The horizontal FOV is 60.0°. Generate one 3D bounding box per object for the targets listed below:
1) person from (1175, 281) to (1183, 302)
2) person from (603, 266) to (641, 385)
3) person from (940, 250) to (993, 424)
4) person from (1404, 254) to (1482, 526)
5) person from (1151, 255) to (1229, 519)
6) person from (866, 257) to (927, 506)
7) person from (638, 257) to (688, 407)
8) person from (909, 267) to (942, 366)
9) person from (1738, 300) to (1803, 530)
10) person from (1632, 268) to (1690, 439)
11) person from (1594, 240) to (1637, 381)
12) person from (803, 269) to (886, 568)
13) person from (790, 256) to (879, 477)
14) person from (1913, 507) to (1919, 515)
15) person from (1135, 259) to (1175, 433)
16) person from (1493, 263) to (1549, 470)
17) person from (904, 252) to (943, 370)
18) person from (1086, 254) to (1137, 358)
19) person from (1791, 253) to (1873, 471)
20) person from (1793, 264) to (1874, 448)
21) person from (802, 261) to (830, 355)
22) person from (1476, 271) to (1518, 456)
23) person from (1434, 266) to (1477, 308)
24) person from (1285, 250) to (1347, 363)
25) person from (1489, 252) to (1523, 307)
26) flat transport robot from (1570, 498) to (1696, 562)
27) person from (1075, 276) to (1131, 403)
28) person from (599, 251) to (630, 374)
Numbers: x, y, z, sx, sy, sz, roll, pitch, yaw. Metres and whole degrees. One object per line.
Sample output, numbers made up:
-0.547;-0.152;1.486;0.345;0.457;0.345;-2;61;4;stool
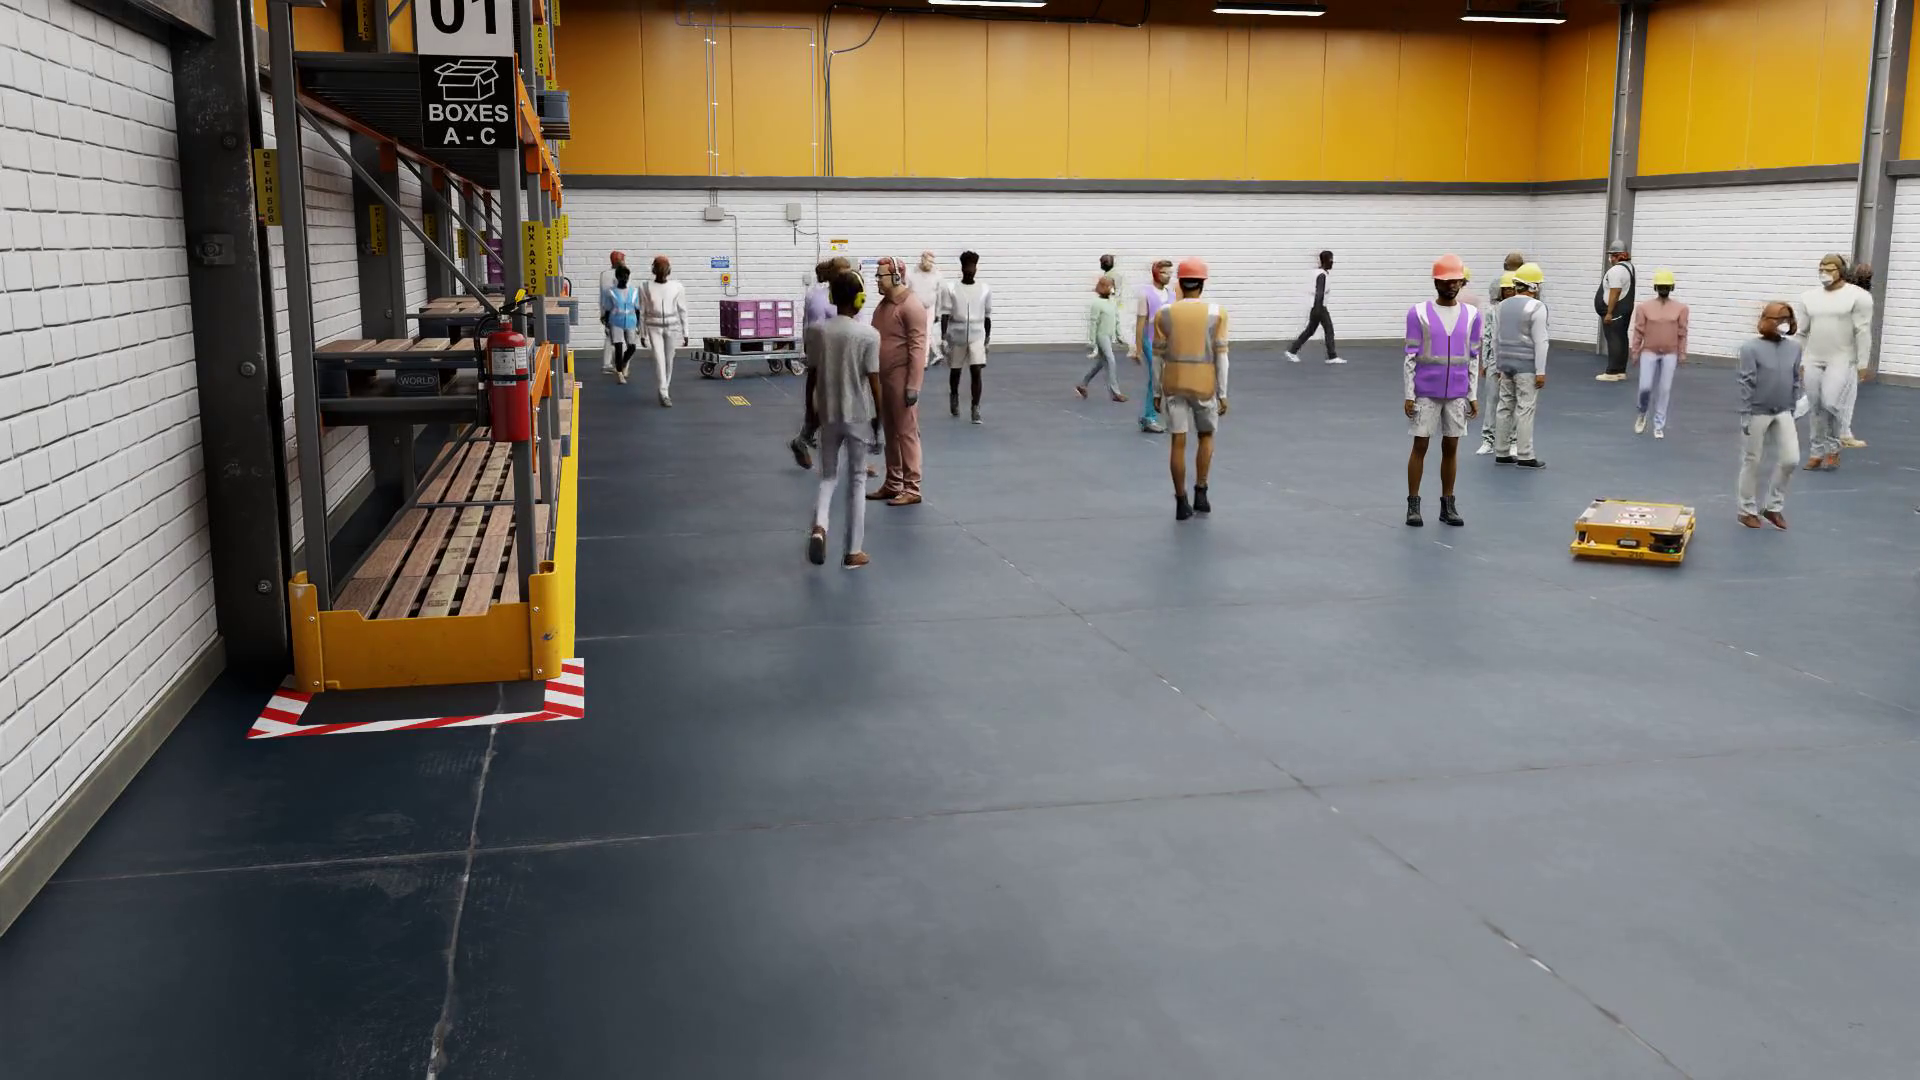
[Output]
3.559;-3.517;26.166;0.375;1.680;0.564;-3;11;-18;person
-4.816;-3.061;23.653;0.544;1.675;0.550;-5;11;-27;person
0.062;-2.299;18.756;0.607;1.935;0.910;-1;10;-5;person
3.437;-1.060;11.862;0.542;1.938;0.358;0;10;-1;person
1.701;-1.127;12.275;0.570;1.919;0.649;2;10;12;person
-0.516;-1.221;12.843;0.402;1.906;0.651;-6;12;-29;person
-3.685;-2.592;20.651;0.585;1.843;0.994;-3;11;-17;person
-0.661;-3.615;26.966;0.804;1.617;0.517;7;12;35;person
5.671;-0.858;11.628;0.514;1.613;0.499;-1;10;-8;person
7.204;-1.912;17.117;0.524;1.755;0.359;3;11;17;person
9.515;-3.341;24.219;0.535;2.000;0.684;9;14;42;person
-0.723;-0.721;10.212;0.552;1.851;0.537;3;11;17;person
-1.108;-1.510;14.453;0.904;1.911;0.641;9;14;41;person
7.272;-0.925;12.008;0.526;1.603;0.707;-2;10;-9;person
2.088;-2.031;17.531;0.489;1.828;0.605;8;13;39;person
5.023;-1.549;14.864;0.404;1.834;0.591;-5;11;-24;person
-0.607;-3.635;26.405;0.659;1.852;0.968;0;10;1;person
2.658;-4.022;28.658;0.867;1.809;0.623;-4;11;-20;person
7.600;-1.548;14.609;0.487;1.919;0.663;-7;12;-35;person
8.553;-1.813;16.411;0.771;1.814;0.649;10;14;44;person
-1.497;-2.311;19.210;0.630;1.802;0.929;-6;12;-32;person
5.173;-1.661;15.734;0.484;1.744;0.294;6;12;29;person
6.032;-2.479;20.338;0.538;1.728;0.578;2;10;11;person
5.925;-3.875;27.652;0.984;1.879;0.608;2;10;9;person
6.929;-2.650;20.849;0.640;1.894;1.034;1;10;3;person
4.496;-0.081;11.060;0.652;0.197;1.431;5;11;26;flat transport robot
1.797;-2.551;21.068;0.838;1.599;0.500;7;12;33;person
-5.235;-3.435;25.198;0.618;1.873;0.378;8;13;38;person
